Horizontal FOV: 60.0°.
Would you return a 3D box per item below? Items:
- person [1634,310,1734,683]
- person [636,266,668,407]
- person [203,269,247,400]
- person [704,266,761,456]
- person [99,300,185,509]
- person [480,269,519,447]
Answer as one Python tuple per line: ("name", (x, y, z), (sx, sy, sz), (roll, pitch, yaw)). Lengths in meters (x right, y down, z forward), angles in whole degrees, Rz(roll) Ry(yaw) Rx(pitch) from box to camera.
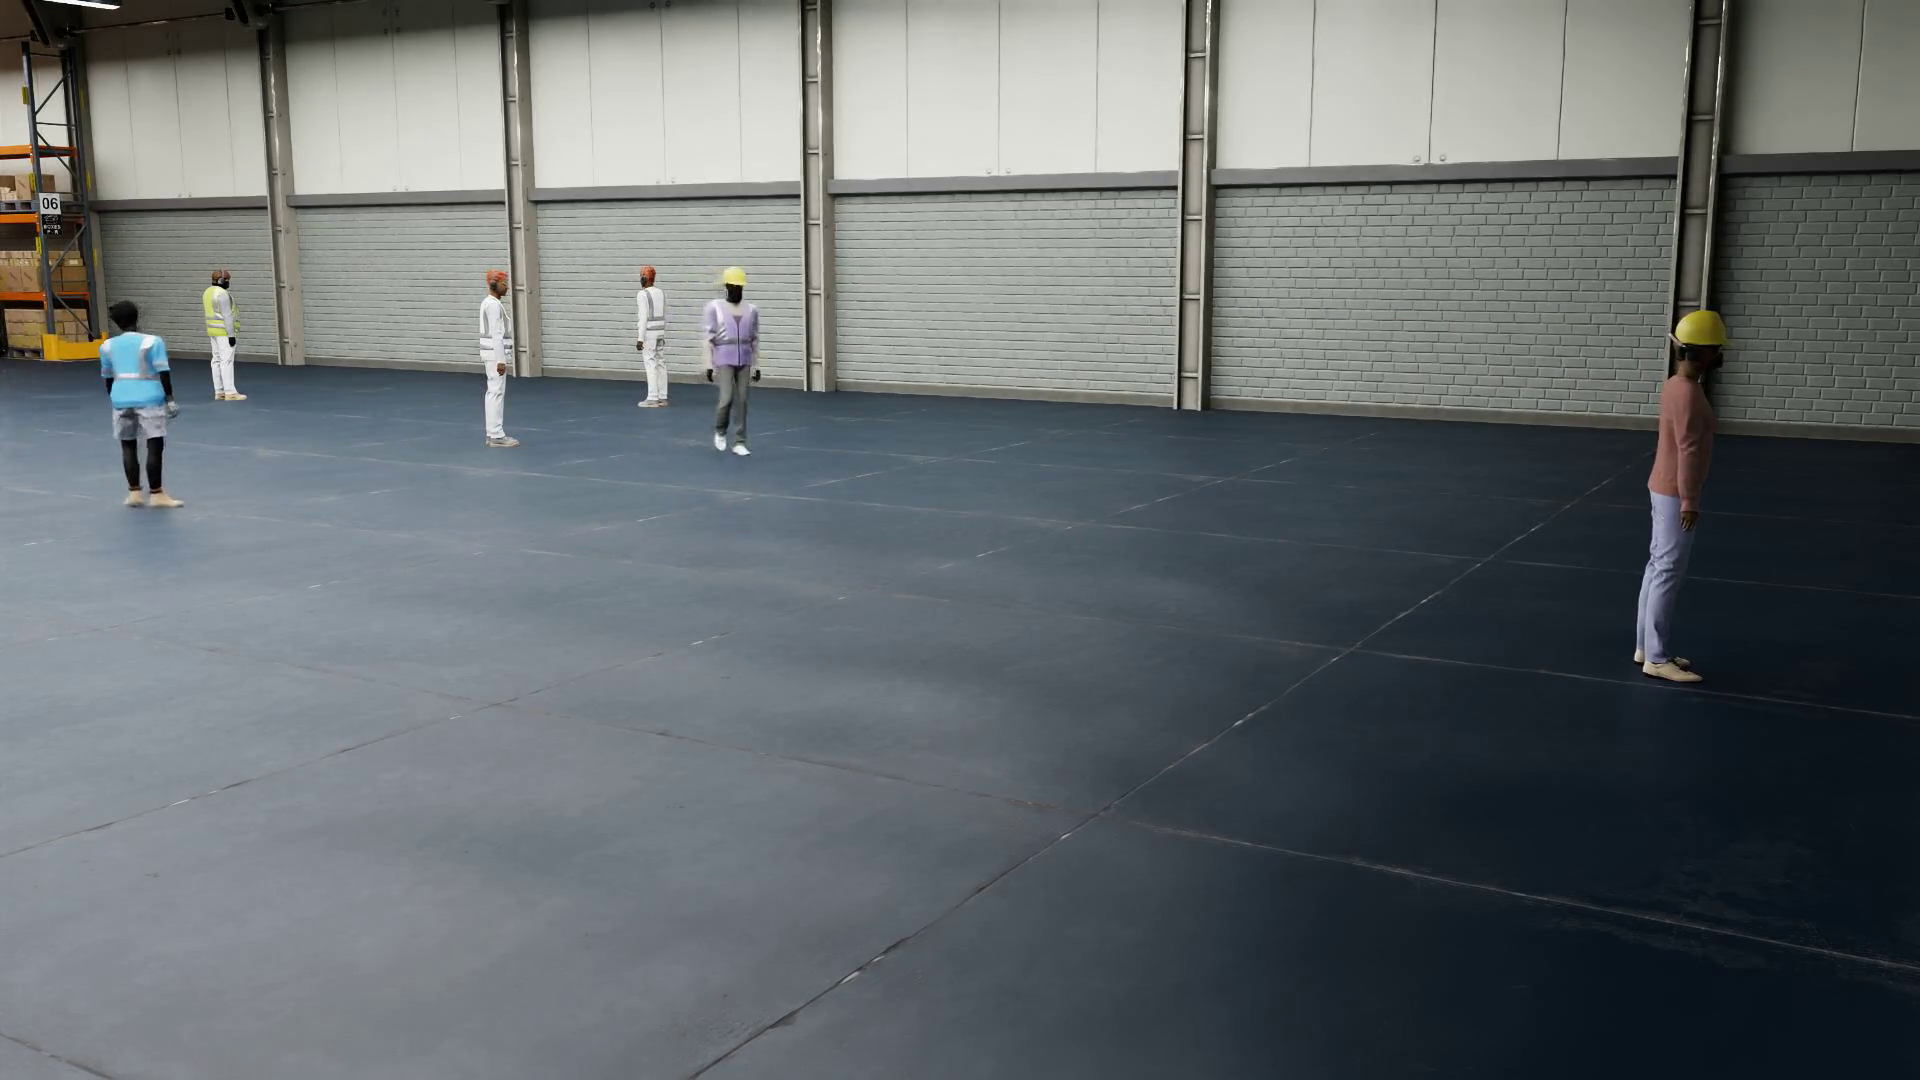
("person", (3.478, -0.212, 7.983), (0.328, 1.767, 0.530), (3, 10, 16))
("person", (-4.148, -2.724, 22.351), (0.349, 1.880, 0.577), (4, 11, 24))
("person", (-10.360, -2.881, 23.408), (0.622, 1.839, 0.429), (9, 13, 41))
("person", (-2.288, -1.809, 16.884), (0.605, 1.916, 0.421), (-6, 11, -31))
("person", (-6.561, -1.083, 13.357), (0.649, 1.672, 0.321), (1, 10, 5))
("person", (-4.931, -1.934, 17.716), (0.337, 1.884, 0.584), (-4, 10, -22))
